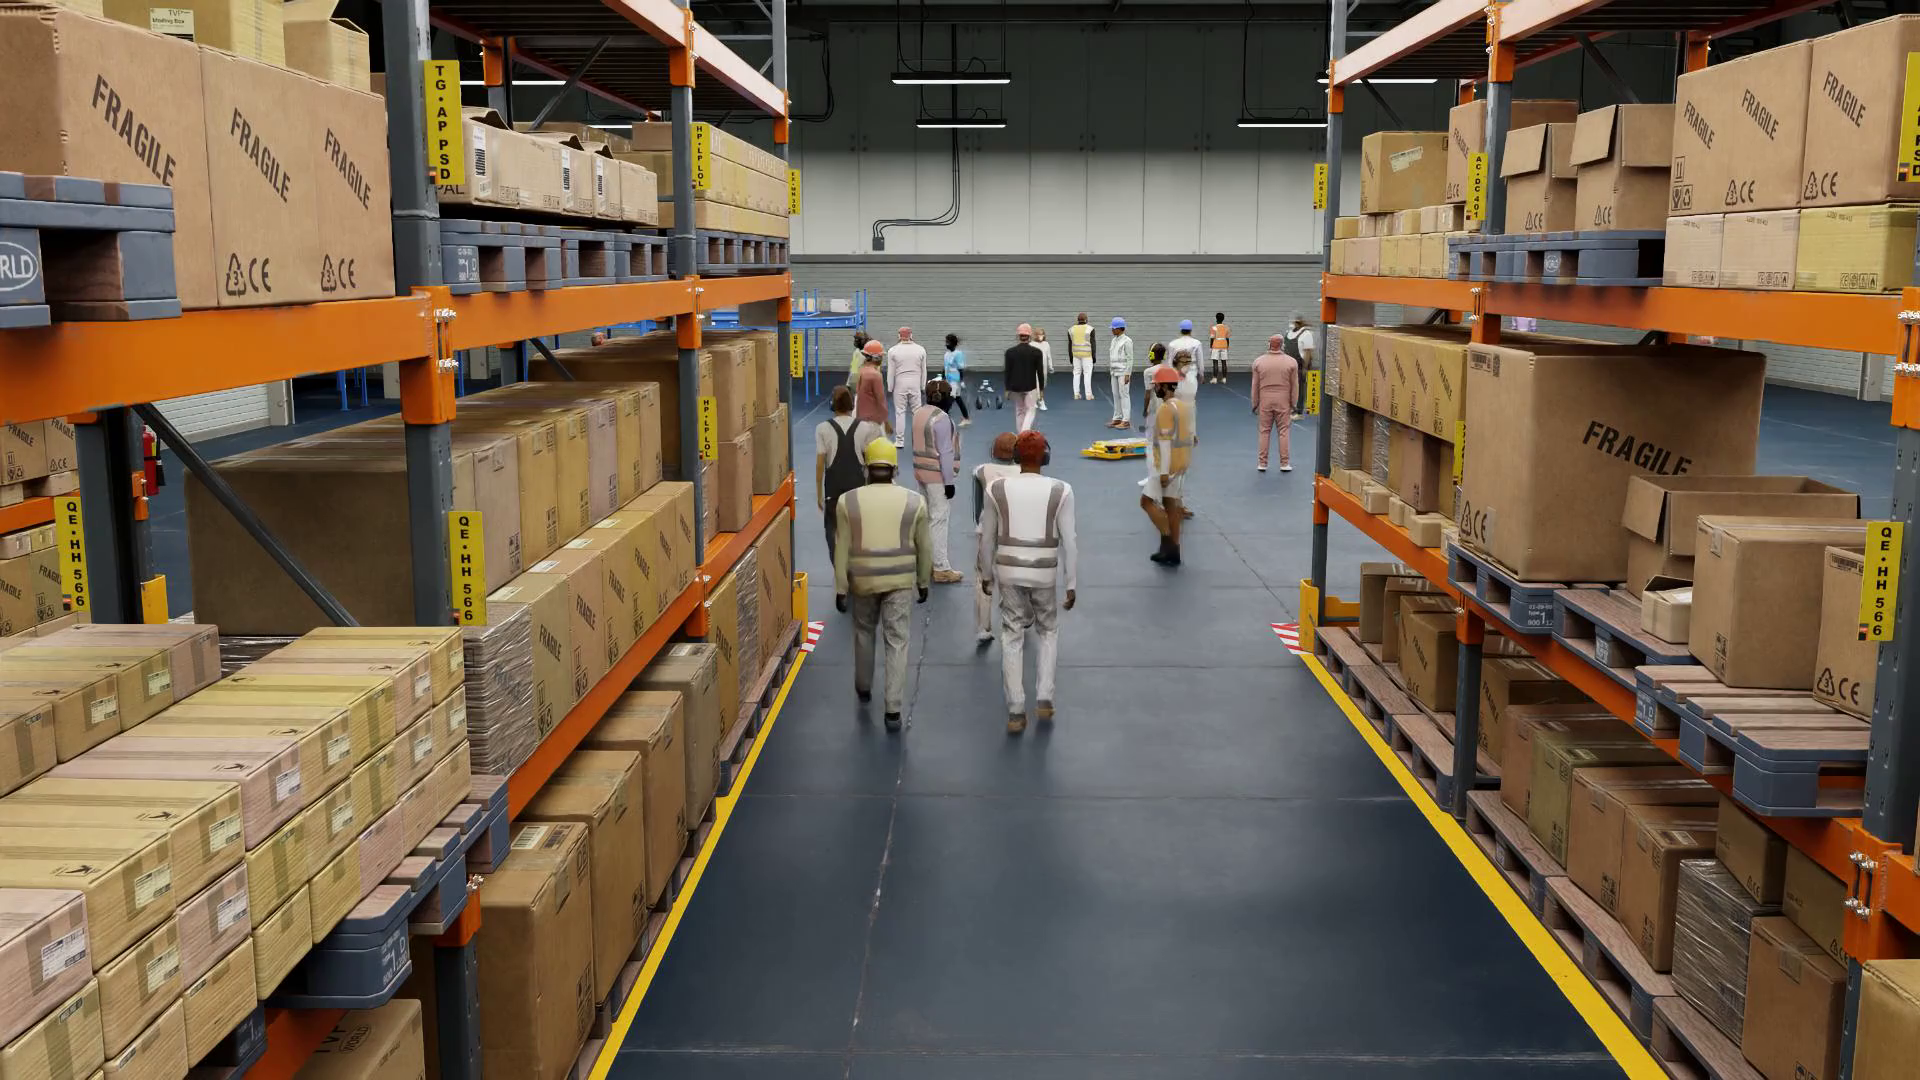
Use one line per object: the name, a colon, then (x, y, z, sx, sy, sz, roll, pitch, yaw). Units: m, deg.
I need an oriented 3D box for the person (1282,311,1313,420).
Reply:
person: (6.209, -3.222, 30.772, 0.542, 2.000, 0.706, -5, 11, -27)

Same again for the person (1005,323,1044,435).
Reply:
person: (0.987, -2.365, 25.742, 0.621, 1.972, 0.769, 3, 10, 15)

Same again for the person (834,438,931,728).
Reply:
person: (-0.499, 0.239, 10.652, 0.619, 1.789, 0.897, -1, 9, -4)

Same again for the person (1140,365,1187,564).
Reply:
person: (1.974, -0.725, 16.041, 0.420, 1.920, 0.579, 4, 10, 24)

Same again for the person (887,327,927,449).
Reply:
person: (-0.844, -2.389, 26.080, 0.639, 1.902, 0.407, -3, 10, -17)

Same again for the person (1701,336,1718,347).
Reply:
person: (10.584, -2.000, 23.794, 0.709, 1.887, 0.650, 0, 9, -2)

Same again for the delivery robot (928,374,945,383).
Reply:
delivery robot: (-0.423, -3.252, 35.097, 0.477, 0.478, 0.707, -3, 9, -17)

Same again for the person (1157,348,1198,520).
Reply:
person: (2.468, -1.205, 18.870, 0.635, 1.936, 0.352, -9, 13, -42)

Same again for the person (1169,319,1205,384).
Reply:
person: (3.943, -2.920, 29.246, 0.609, 1.914, 0.932, 6, 11, 33)

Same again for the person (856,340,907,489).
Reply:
person: (-1.147, -1.504, 20.631, 0.989, 1.956, 0.612, -3, 10, -18)

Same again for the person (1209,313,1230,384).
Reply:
person: (6.229, -4.607, 39.965, 0.540, 1.696, 0.315, -3, 10, -20)

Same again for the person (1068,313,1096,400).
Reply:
person: (2.606, -3.918, 35.455, 0.627, 1.832, 0.428, 5, 11, 28)

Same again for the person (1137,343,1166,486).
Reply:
person: (2.544, -1.624, 21.682, 0.557, 1.859, 0.378, -7, 11, -34)

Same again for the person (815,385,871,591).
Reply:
person: (-0.998, -0.441, 14.648, 0.527, 1.828, 0.510, -2, 10, -14)

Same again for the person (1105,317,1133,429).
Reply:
person: (2.799, -2.926, 29.157, 0.399, 1.943, 0.615, -4, 10, -25)

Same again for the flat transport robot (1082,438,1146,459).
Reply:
flat transport robot: (2.601, -1.401, 25.153, 1.431, 0.197, 0.652, -7, 12, -35)

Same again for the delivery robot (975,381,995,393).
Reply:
delivery robot: (0.519, -3.079, 33.302, 0.335, 0.223, 0.698, -3, 10, -15)

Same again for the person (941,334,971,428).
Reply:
person: (-0.172, -2.770, 29.083, 0.884, 1.641, 0.550, -4, 10, -24)

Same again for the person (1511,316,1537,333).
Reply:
person: (13.691, -4.845, 40.366, 0.605, 2.043, 0.379, 7, 12, 37)

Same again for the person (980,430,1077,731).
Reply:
person: (0.428, 0.234, 10.470, 0.611, 1.861, 0.628, 1, 10, 5)

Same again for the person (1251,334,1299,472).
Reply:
person: (4.386, -1.905, 23.159, 0.652, 1.906, 0.403, 2, 10, 14)

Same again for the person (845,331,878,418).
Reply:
person: (-1.627, -2.457, 26.795, 0.964, 1.794, 0.643, -3, 10, -20)

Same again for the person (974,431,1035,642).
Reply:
person: (0.345, -0.039, 12.906, 0.524, 1.593, 0.843, 3, 10, 19)

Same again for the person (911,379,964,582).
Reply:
person: (-0.211, -0.555, 15.278, 0.430, 1.840, 0.623, -5, 11, -25)

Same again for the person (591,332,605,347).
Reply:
person: (-5.489, -2.231, 25.281, 0.566, 1.850, 0.389, 6, 11, 34)

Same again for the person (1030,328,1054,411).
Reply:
person: (1.572, -3.387, 32.905, 0.511, 1.608, 0.694, -6, 11, -33)
